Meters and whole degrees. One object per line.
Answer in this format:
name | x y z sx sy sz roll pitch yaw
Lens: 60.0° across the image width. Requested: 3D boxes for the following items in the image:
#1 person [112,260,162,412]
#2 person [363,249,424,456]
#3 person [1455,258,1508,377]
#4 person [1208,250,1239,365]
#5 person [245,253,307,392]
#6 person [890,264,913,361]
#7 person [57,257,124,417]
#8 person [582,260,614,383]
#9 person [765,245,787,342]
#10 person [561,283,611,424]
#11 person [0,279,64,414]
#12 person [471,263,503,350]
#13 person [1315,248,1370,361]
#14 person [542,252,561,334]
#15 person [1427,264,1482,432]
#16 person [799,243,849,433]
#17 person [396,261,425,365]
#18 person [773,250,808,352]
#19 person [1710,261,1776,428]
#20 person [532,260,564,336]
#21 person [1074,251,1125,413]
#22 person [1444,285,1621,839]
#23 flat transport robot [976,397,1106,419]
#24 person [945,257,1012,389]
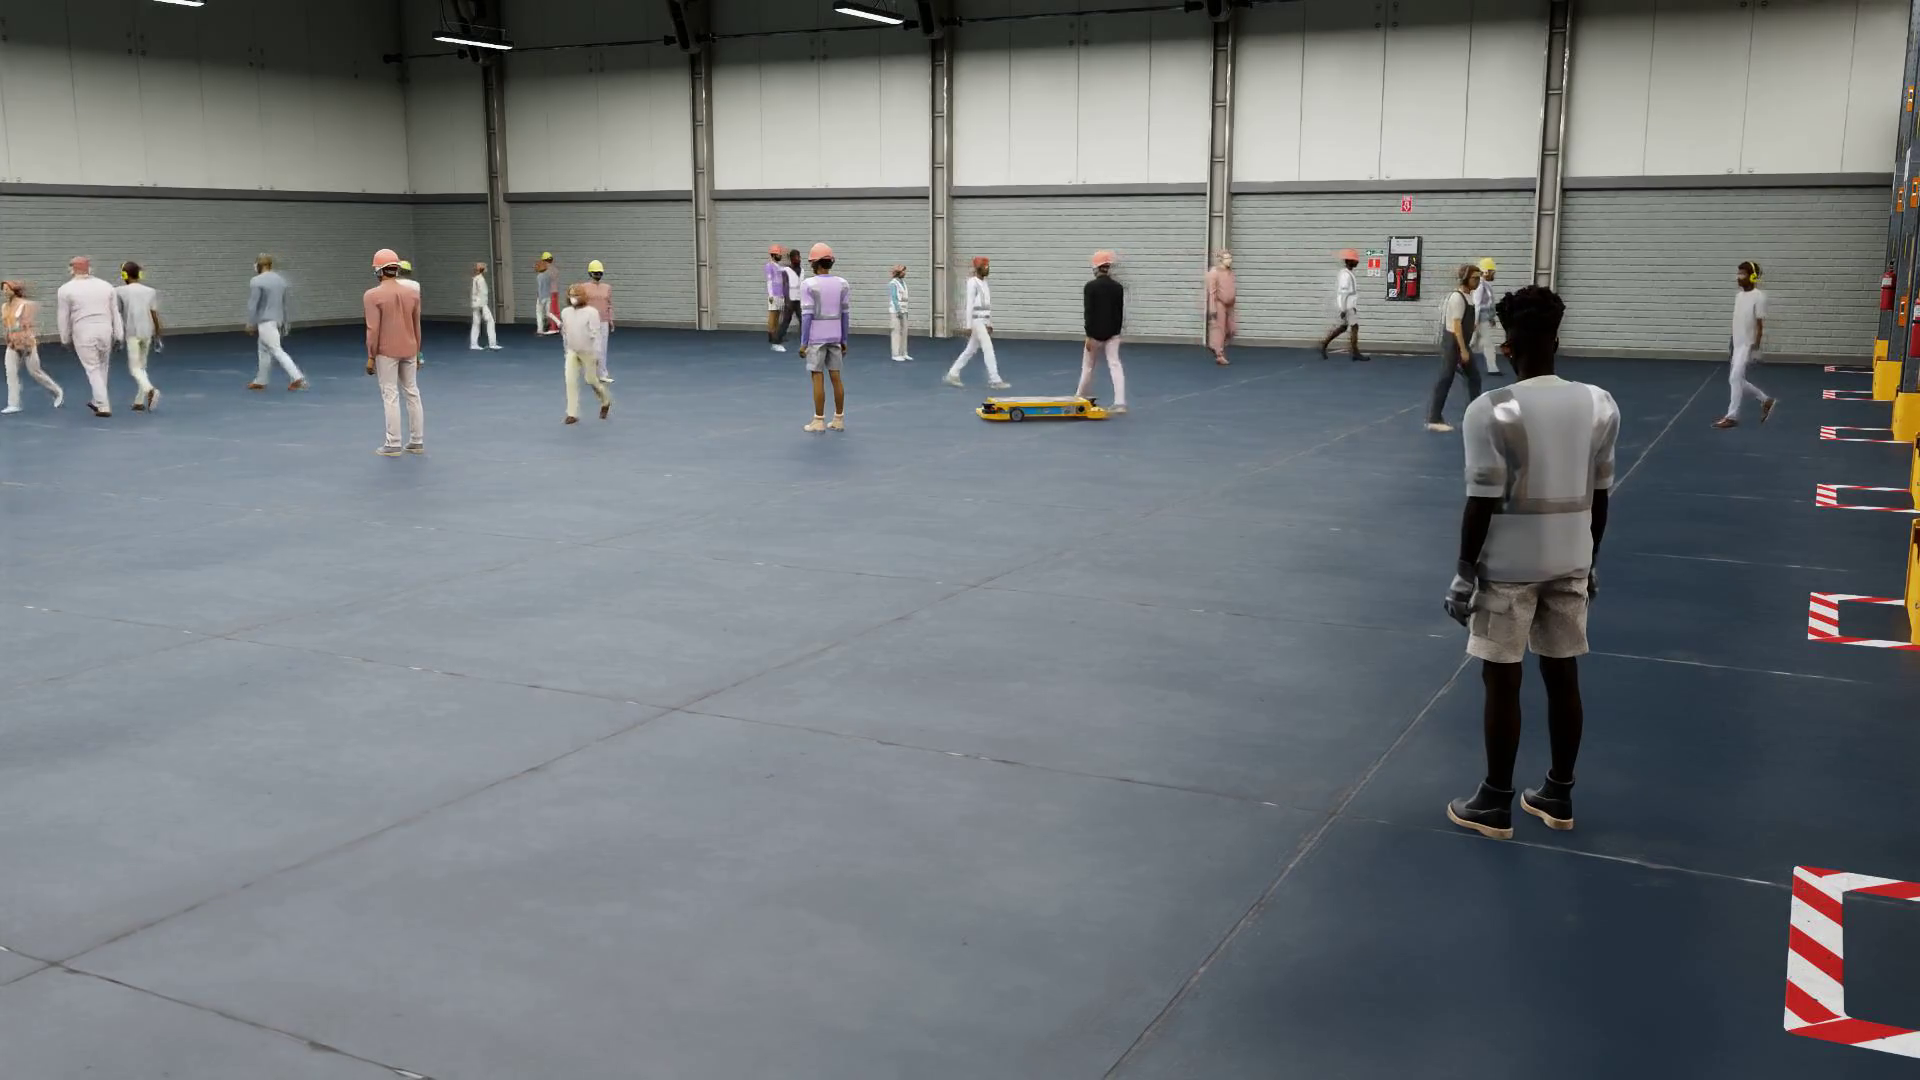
person | -9.874 -2.437 20.011 0.783 1.838 0.538 9 14 41
person | -5.495 -1.809 16.122 0.391 1.995 0.613 7 13 35
person | 7.822 -3.357 25.121 0.888 1.802 0.600 4 11 22
person | 4.349 -3.833 27.442 0.646 1.892 0.448 -8 13 -36
person | -9.374 -2.964 22.695 0.989 1.900 0.632 2 11 10
person | -1.023 -3.866 28.328 0.345 1.638 0.520 5 11 23
person | -10.350 -2.401 19.699 0.923 1.862 0.659 8 13 36
person | -5.243 -3.148 24.049 0.522 1.769 0.312 -10 14 -43
person | -3.671 -4.931 33.304 0.362 1.934 0.551 3 11 18
person | -4.294 -2.143 19.037 0.502 1.602 0.769 3 11 18
person | -11.326 -2.359 20.153 0.523 1.615 0.723 4 11 19
person | -8.824 -4.338 30.935 0.686 1.612 0.522 -6 12 -30
person | 6.521 -3.990 28.246 0.870 1.914 0.544 2 11 12
person | -8.862 -5.323 35.919 0.328 1.764 0.527 3 11 18
person | 5.465 -2.036 17.876 0.864 1.811 0.538 8 13 38
person | -1.487 -2.177 17.998 0.615 2.040 0.380 -8 13 -38
person | -9.031 -3.672 27.045 0.538 1.716 0.918 0 10 2
person | -3.060 -4.356 30.360 1.003 1.873 0.610 7 13 35
person | 8.750 -2.157 18.431 0.725 1.850 0.524 -1 10 -6
person | -8.739 -5.101 35.104 0.635 1.610 0.502 4 11 21
person | 1.717 -2.511 20.108 0.644 1.937 1.047 -6 12 -30
person | 2.007 0.084 5.895 0.600 1.959 0.383 -3 11 -16
flat transport robot | 0.932 -1.544 19.380 1.431 0.197 0.652 -1 10 -7
person | 0.231 -3.039 23.262 0.977 1.844 0.592 3 11 17
